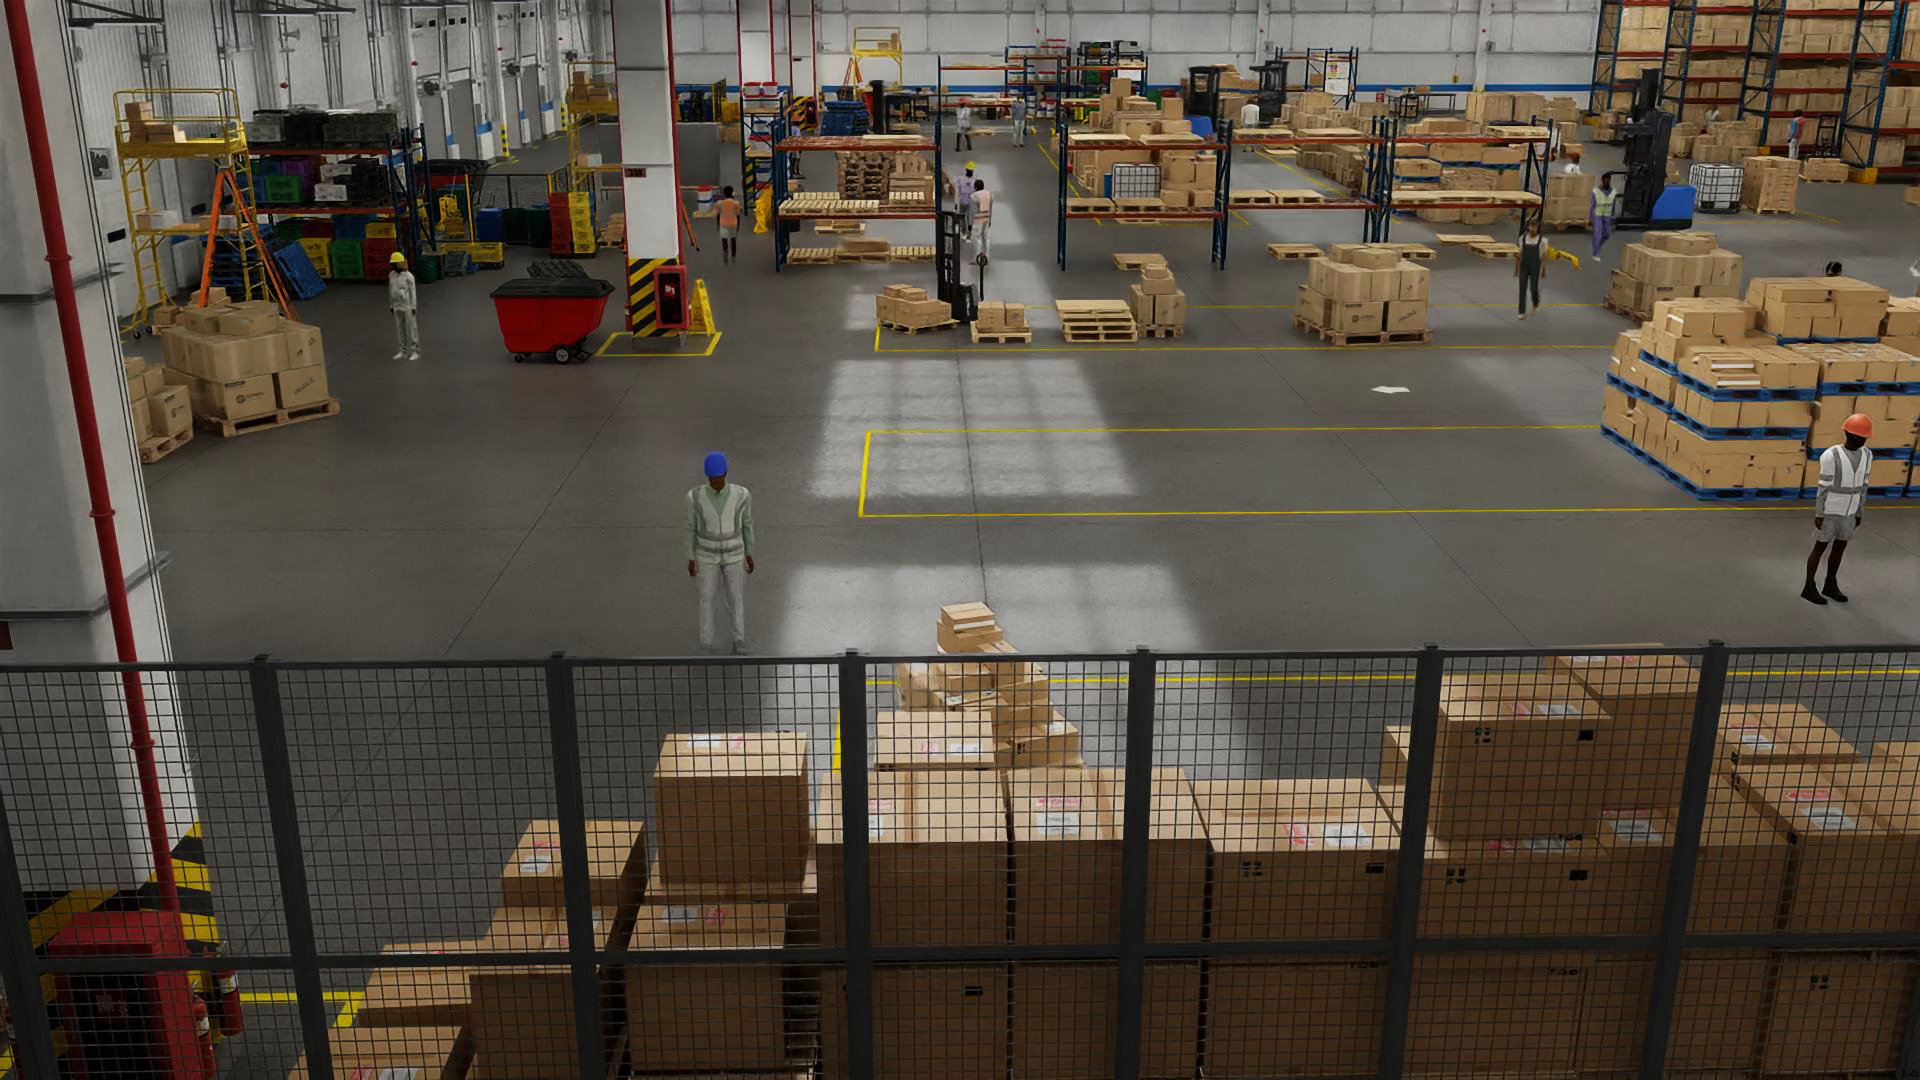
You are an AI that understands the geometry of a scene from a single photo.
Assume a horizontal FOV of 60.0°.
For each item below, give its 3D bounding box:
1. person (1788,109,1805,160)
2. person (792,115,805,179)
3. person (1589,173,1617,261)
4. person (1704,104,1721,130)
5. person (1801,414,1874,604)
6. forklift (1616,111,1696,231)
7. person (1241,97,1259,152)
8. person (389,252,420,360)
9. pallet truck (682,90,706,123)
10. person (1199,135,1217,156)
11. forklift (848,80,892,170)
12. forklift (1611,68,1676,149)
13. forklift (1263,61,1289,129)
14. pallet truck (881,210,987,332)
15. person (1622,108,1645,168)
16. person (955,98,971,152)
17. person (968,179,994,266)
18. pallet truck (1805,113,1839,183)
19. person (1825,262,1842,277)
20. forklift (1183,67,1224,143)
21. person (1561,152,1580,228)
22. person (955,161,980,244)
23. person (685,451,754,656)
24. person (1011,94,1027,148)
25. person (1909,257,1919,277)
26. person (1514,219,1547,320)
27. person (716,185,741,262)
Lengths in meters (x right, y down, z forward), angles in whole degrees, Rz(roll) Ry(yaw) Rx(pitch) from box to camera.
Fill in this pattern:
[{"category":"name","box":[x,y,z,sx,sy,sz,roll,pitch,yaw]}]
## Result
[{"category":"person","box":[27.523,-13.275,54.853,0.625,1.844,0.429,-14,23,-36]},{"category":"person","box":[-5.031,-12.101,51.217,0.347,1.942,0.545,-12,22,-31]},{"category":"person","box":[14.010,-7.042,36.263,0.629,1.900,0.449,-3,19,-9]},{"category":"person","box":[27.513,-15.143,60.784,0.521,1.600,0.739,17,25,40]},{"category":"person","box":[8.606,-0.301,16.242,0.541,1.930,0.385,-3,19,-10]},{"category":"forklift","box":[16.956,-9.029,40.655,1.873,2.768,1.129,-1,19,-2]},{"category":"person","box":[10.298,-14.762,59.116,0.632,1.940,0.372,2,19,6]},{"category":"person","box":[-8.979,-3.766,26.795,0.484,1.745,0.298,7,20,19]},{"category":"pallet truck","box":[-9.671,-15.907,62.421,0.823,1.965,1.885,5,19,15]},{"category":"person","box":[7.193,-10.973,48.399,0.537,1.591,0.848,0,19,1]},{"category":"forklift","box":[-2.644,-13.227,53.109,1.873,2.768,1.129,-1,19,-1]},{"category":"forklift","box":[25.004,-15.715,60.490,1.873,2.768,1.129,17,25,41]},{"category":"forklift","box":[12.521,-17.614,66.124,1.873,2.768,1.129,-16,25,-40]},{"category":"pallet truck","box":[-0.493,-4.759,29.349,1.885,1.965,0.823,-13,23,-34]},{"category":"person","box":[21.964,-13.092,54.212,0.595,1.911,0.385,11,22,30]},{"category":"person","box":[0.135,-14.869,59.514,0.561,1.899,0.980,9,21,25]},{"category":"person","box":[0.419,-6.820,35.711,0.624,1.841,0.430,-14,23,-35]},{"category":"pallet truck","box":[26.403,-11.957,50.702,0.823,1.965,1.885,6,19,16]},{"category":"person","box":[13.193,-3.363,25.498,1.001,1.830,0.531,17,25,42]},{"category":"forklift","box":[8.883,-16.014,61.379,1.129,2.768,1.873,13,22,33]},{"category":"person","box":[15.028,-8.612,40.982,0.495,1.864,0.596,-2,19,-7]},{"category":"person","box":[0.179,-7.933,38.933,0.596,1.894,0.863,0,19,1]},{"category":"person","box":[-2.147,0.137,14.901,0.616,1.945,0.404,-4,19,-11]},{"category":"person","box":[2.166,-15.322,60.787,0.627,1.934,0.372,-10,21,-28]},{"category":"person","box":[20.022,-6.261,34.073,0.520,1.833,0.936,-6,20,-17]},{"category":"person","box":[10.304,-4.900,30.033,0.525,1.827,0.517,11,22,30]},{"category":"person","box":[-4.993,-6.809,35.917,0.535,1.675,0.619,-2,19,-6]}]
